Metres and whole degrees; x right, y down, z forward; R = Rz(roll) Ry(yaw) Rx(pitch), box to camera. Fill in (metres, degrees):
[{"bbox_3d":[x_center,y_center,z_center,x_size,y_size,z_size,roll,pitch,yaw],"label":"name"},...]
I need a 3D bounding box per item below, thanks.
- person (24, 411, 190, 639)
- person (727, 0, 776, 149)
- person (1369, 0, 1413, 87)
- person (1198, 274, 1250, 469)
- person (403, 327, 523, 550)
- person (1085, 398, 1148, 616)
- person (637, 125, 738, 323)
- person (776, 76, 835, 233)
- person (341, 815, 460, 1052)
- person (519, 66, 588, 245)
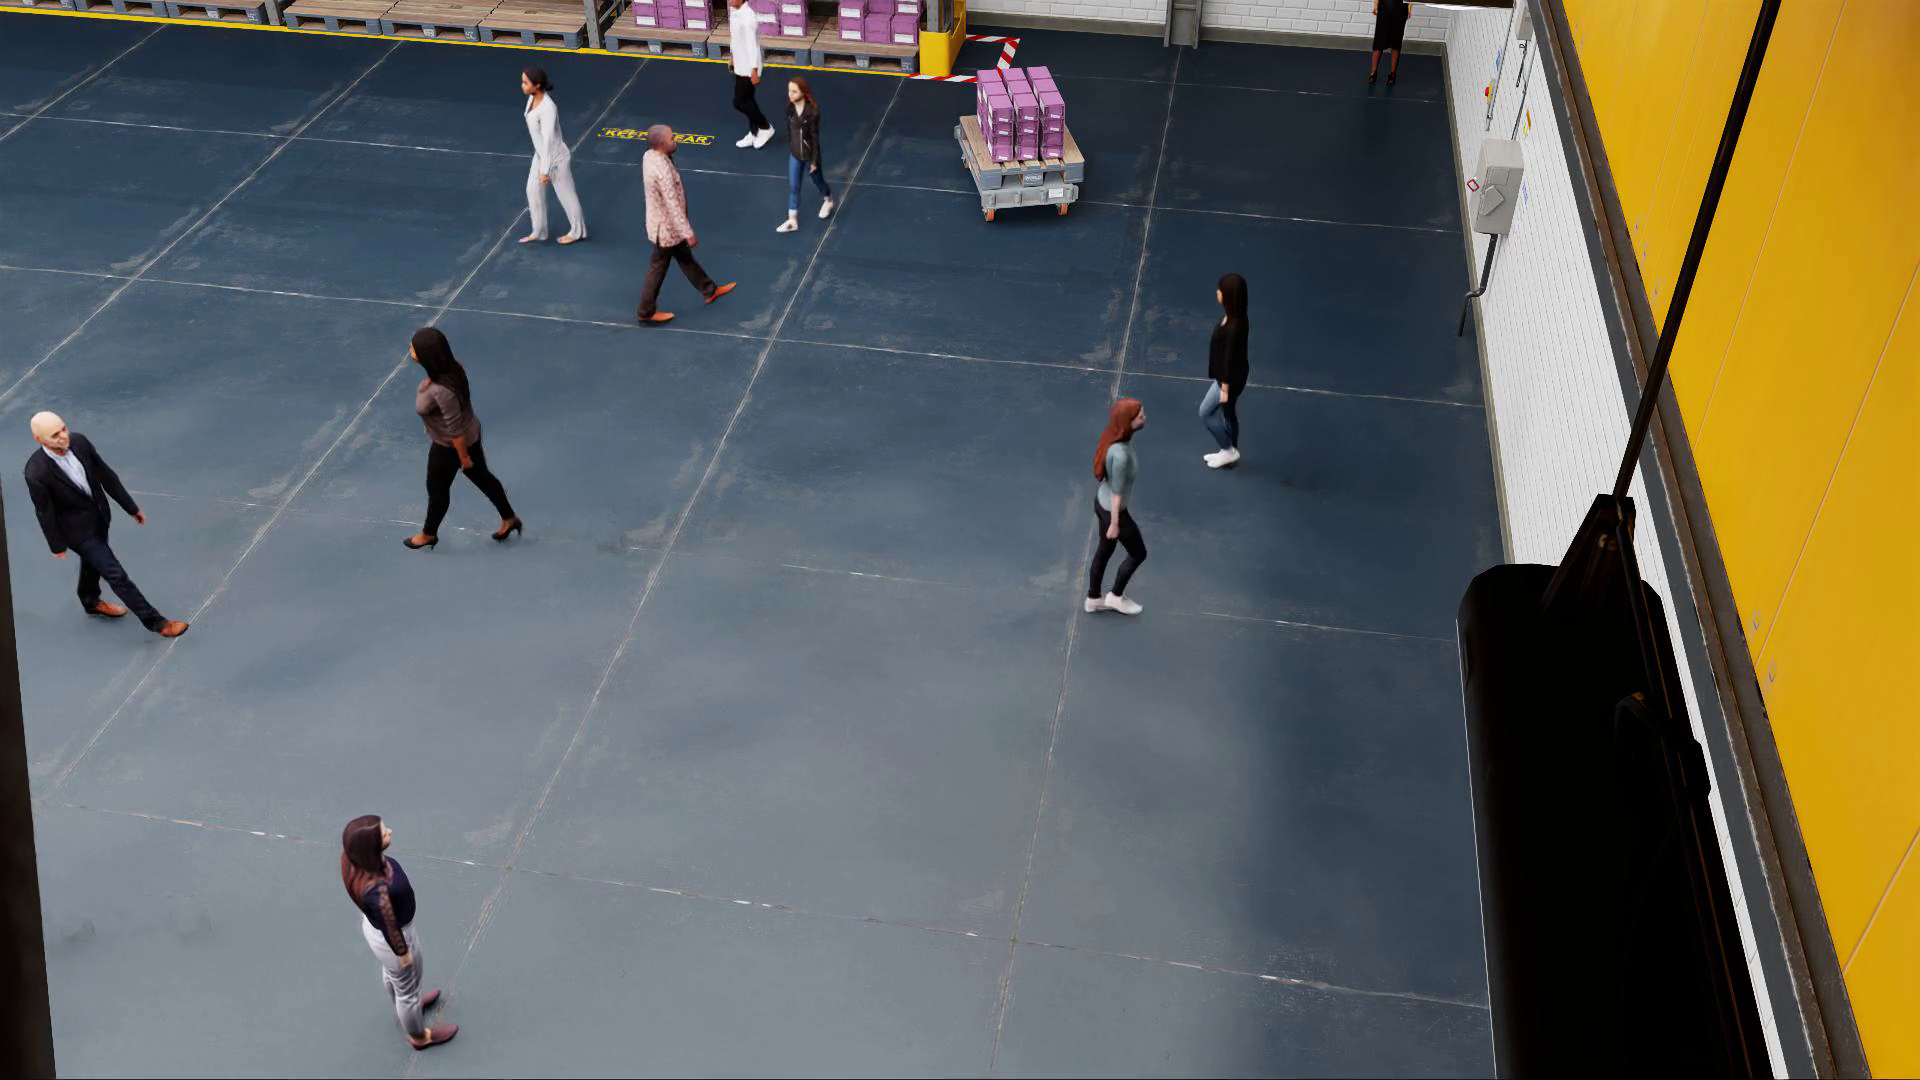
[{"bbox_3d":[-5.786,-0.108,10.899,1.194,1.744,0.741,10,40,12],"label":"person"},{"bbox_3d":[-2.079,-4.818,16.750,0.809,1.800,0.772,-13,40,-16],"label":"person"},{"bbox_3d":[4.686,-5.747,18.033,0.491,1.653,0.630,9,40,11],"label":"person"},{"bbox_3d":[2.074,-1.217,12.374,0.582,1.636,0.599,9,39,11],"label":"person"},{"bbox_3d":[-3.392,-0.678,11.565,1.125,1.803,0.817,-3,39,-3],"label":"person"},{"bbox_3d":[0.948,-0.185,11.007,0.662,1.729,0.650,0,39,0],"label":"person"},{"bbox_3d":[-2.566,-2.611,14.020,1.267,1.759,1.058,-12,40,-14],"label":"person"},{"bbox_3d":[-1.393,-3.630,15.544,0.976,1.450,0.852,21,43,24],"label":"person"},{"bbox_3d":[-2.858,1.973,8.403,0.715,1.606,0.660,-23,44,-26],"label":"person"},{"bbox_3d":[-3.650,-3.506,15.176,1.005,1.715,0.932,-20,43,-23],"label":"person"}]
